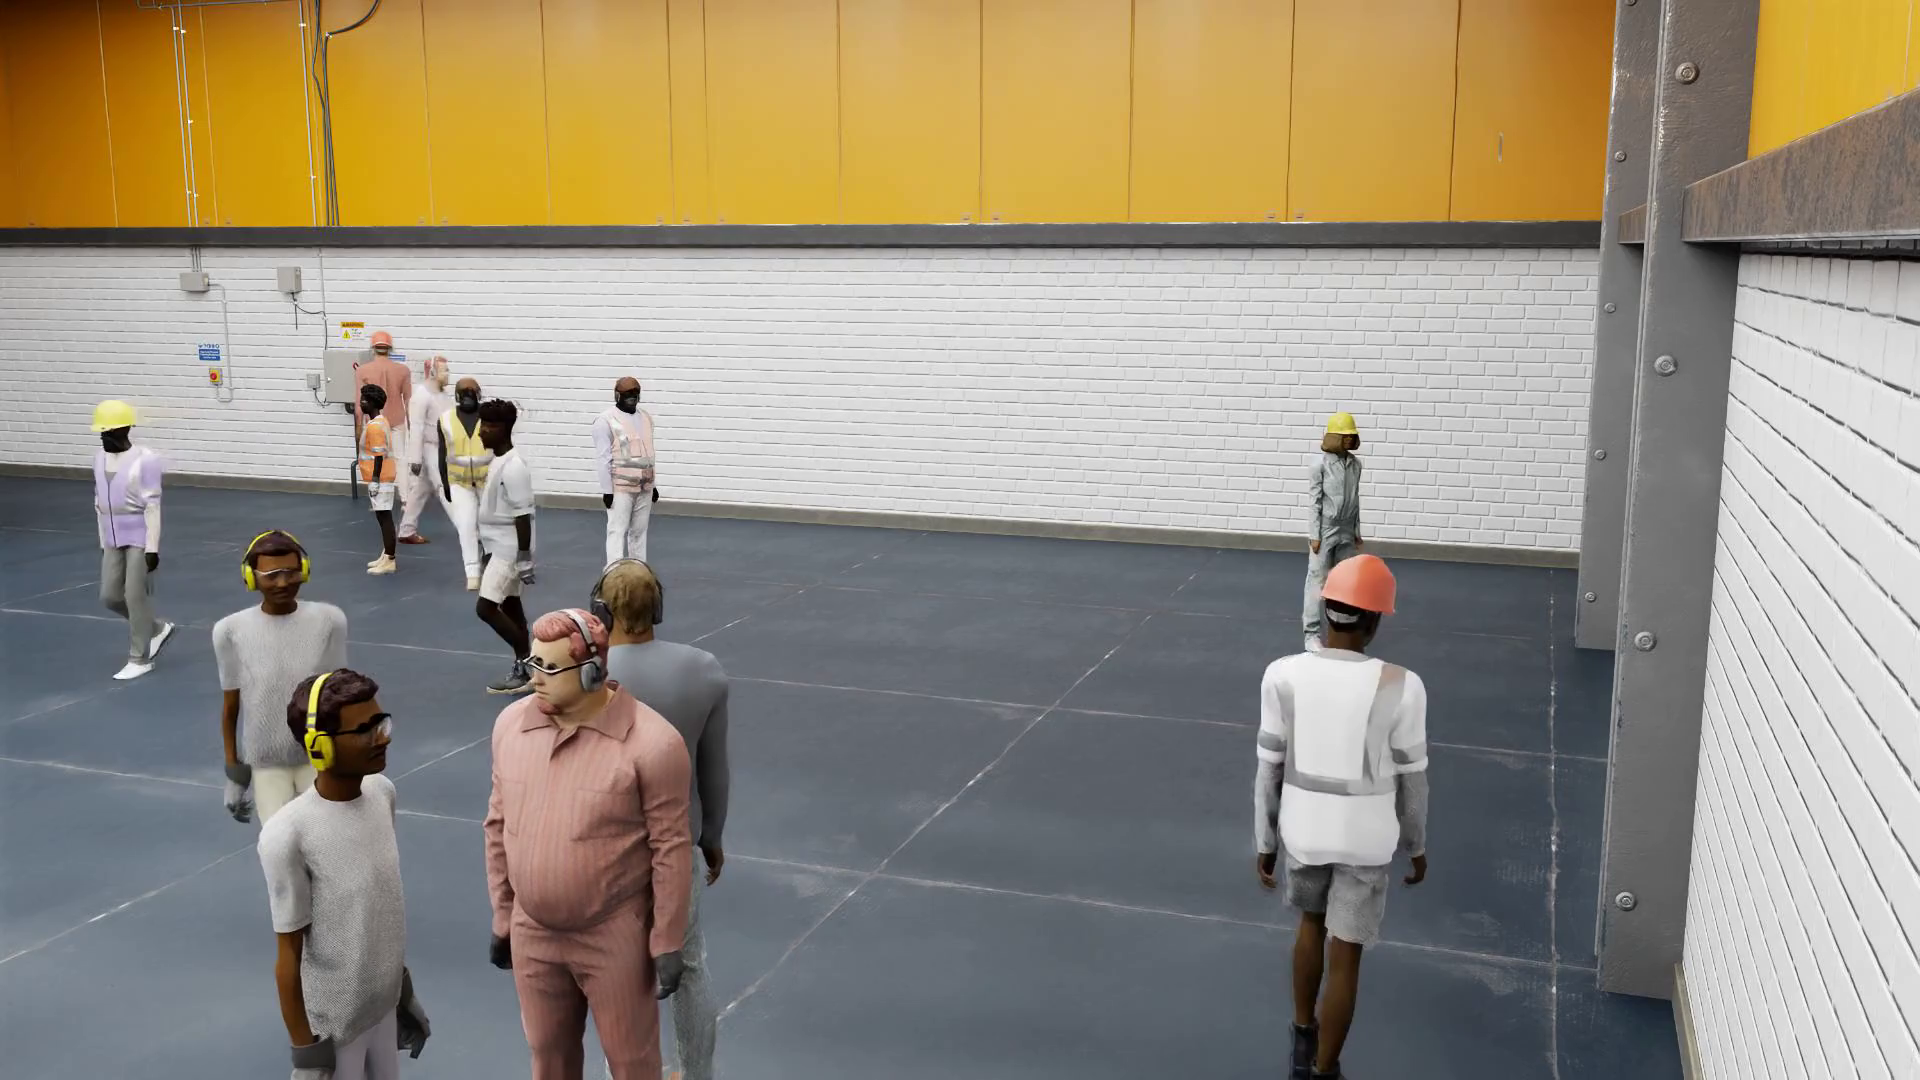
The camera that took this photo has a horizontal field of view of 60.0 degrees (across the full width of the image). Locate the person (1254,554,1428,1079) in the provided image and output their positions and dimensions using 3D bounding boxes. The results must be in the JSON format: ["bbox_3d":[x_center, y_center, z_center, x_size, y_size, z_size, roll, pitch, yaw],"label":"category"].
[{"bbox_3d":[1.307,0.985,5.642,0.548,1.905,0.623,6,12,29],"label":"person"}]

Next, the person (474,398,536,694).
[{"bbox_3d":[-2.959,0.052,10.773,0.421,1.949,0.615,-3,11,-16],"label":"person"}]

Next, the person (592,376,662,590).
[{"bbox_3d":[-2.750,-0.443,13.882,0.429,1.842,0.625,6,12,32],"label":"person"}]

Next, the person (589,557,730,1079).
[{"bbox_3d":[-1.035,1.014,5.399,0.635,1.936,0.356,-8,13,-37],"label":"person"}]

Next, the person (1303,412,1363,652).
[{"bbox_3d":[2.698,-0.048,11.923,0.485,1.744,0.302,-6,12,-32],"label":"person"}]

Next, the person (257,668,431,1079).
[{"bbox_3d":[-1.549,1.243,4.288,0.326,1.876,0.520,2,10,11],"label":"person"}]

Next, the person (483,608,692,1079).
[{"bbox_3d":[-1.102,1.131,4.845,0.640,1.904,0.401,3,11,18],"label":"person"}]

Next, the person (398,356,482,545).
[{"bbox_3d":[-5.049,-0.848,16.139,1.025,1.850,0.660,0,10,0],"label":"person"}]

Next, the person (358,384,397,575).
[{"bbox_3d":[-5.193,-0.542,14.845,0.318,1.697,0.535,-3,11,-17],"label":"person"}]

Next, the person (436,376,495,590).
[{"bbox_3d":[-4.183,-0.521,14.389,0.634,1.816,0.808,-2,10,-11],"label":"person"}]

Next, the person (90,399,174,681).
[{"bbox_3d":[-5.621,-0.015,11.306,0.587,1.902,0.495,4,11,21],"label":"person"}]

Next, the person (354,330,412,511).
[{"bbox_3d":[-6.321,-1.303,18.289,0.623,1.990,0.399,-6,12,-30],"label":"person"}]

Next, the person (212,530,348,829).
[{"bbox_3d":[-2.636,0.856,6.538,0.523,1.852,0.639,-6,12,-29],"label":"person"}]
